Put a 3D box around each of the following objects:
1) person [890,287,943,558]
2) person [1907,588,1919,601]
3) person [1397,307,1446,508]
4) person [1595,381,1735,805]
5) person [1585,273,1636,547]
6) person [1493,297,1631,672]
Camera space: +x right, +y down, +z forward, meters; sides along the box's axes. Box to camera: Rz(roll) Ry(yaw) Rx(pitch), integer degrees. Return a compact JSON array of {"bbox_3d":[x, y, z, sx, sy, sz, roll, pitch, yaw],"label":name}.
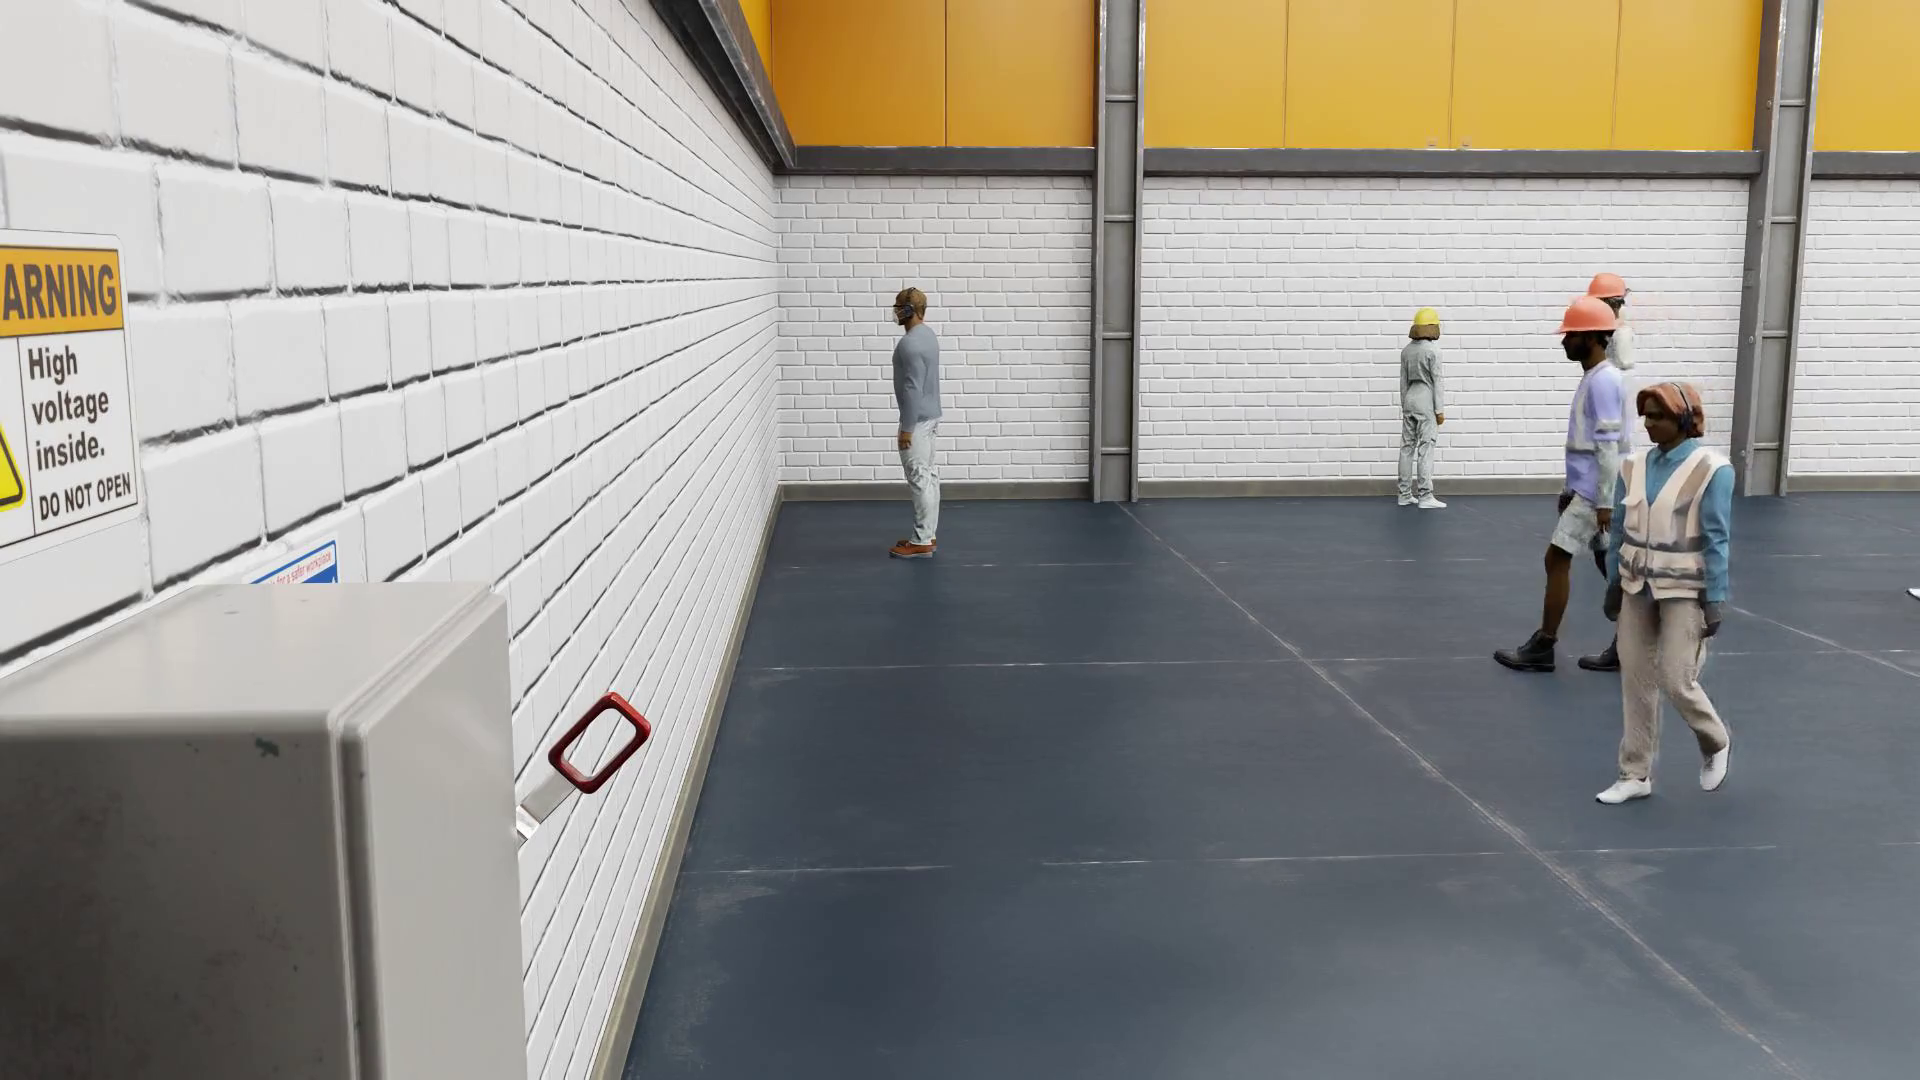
[{"bbox_3d":[-0.322,-0.839,11.944,0.375,1.940,0.627,2,9,11],"label":"person"},{"bbox_3d":[6.146,-0.496,9.948,0.889,1.885,0.597,1,9,8],"label":"person"},{"bbox_3d":[4.042,-1.152,14.519,0.290,1.745,0.487,-5,10,-29],"label":"person"},{"bbox_3d":[2.694,0.208,6.321,0.467,1.625,0.537,-5,10,-27],"label":"person"},{"bbox_3d":[4.781,-0.958,12.382,0.396,2.037,0.614,1,9,5],"label":"person"},{"bbox_3d":[3.110,-0.265,8.442,0.846,1.900,0.568,3,10,20],"label":"person"}]
